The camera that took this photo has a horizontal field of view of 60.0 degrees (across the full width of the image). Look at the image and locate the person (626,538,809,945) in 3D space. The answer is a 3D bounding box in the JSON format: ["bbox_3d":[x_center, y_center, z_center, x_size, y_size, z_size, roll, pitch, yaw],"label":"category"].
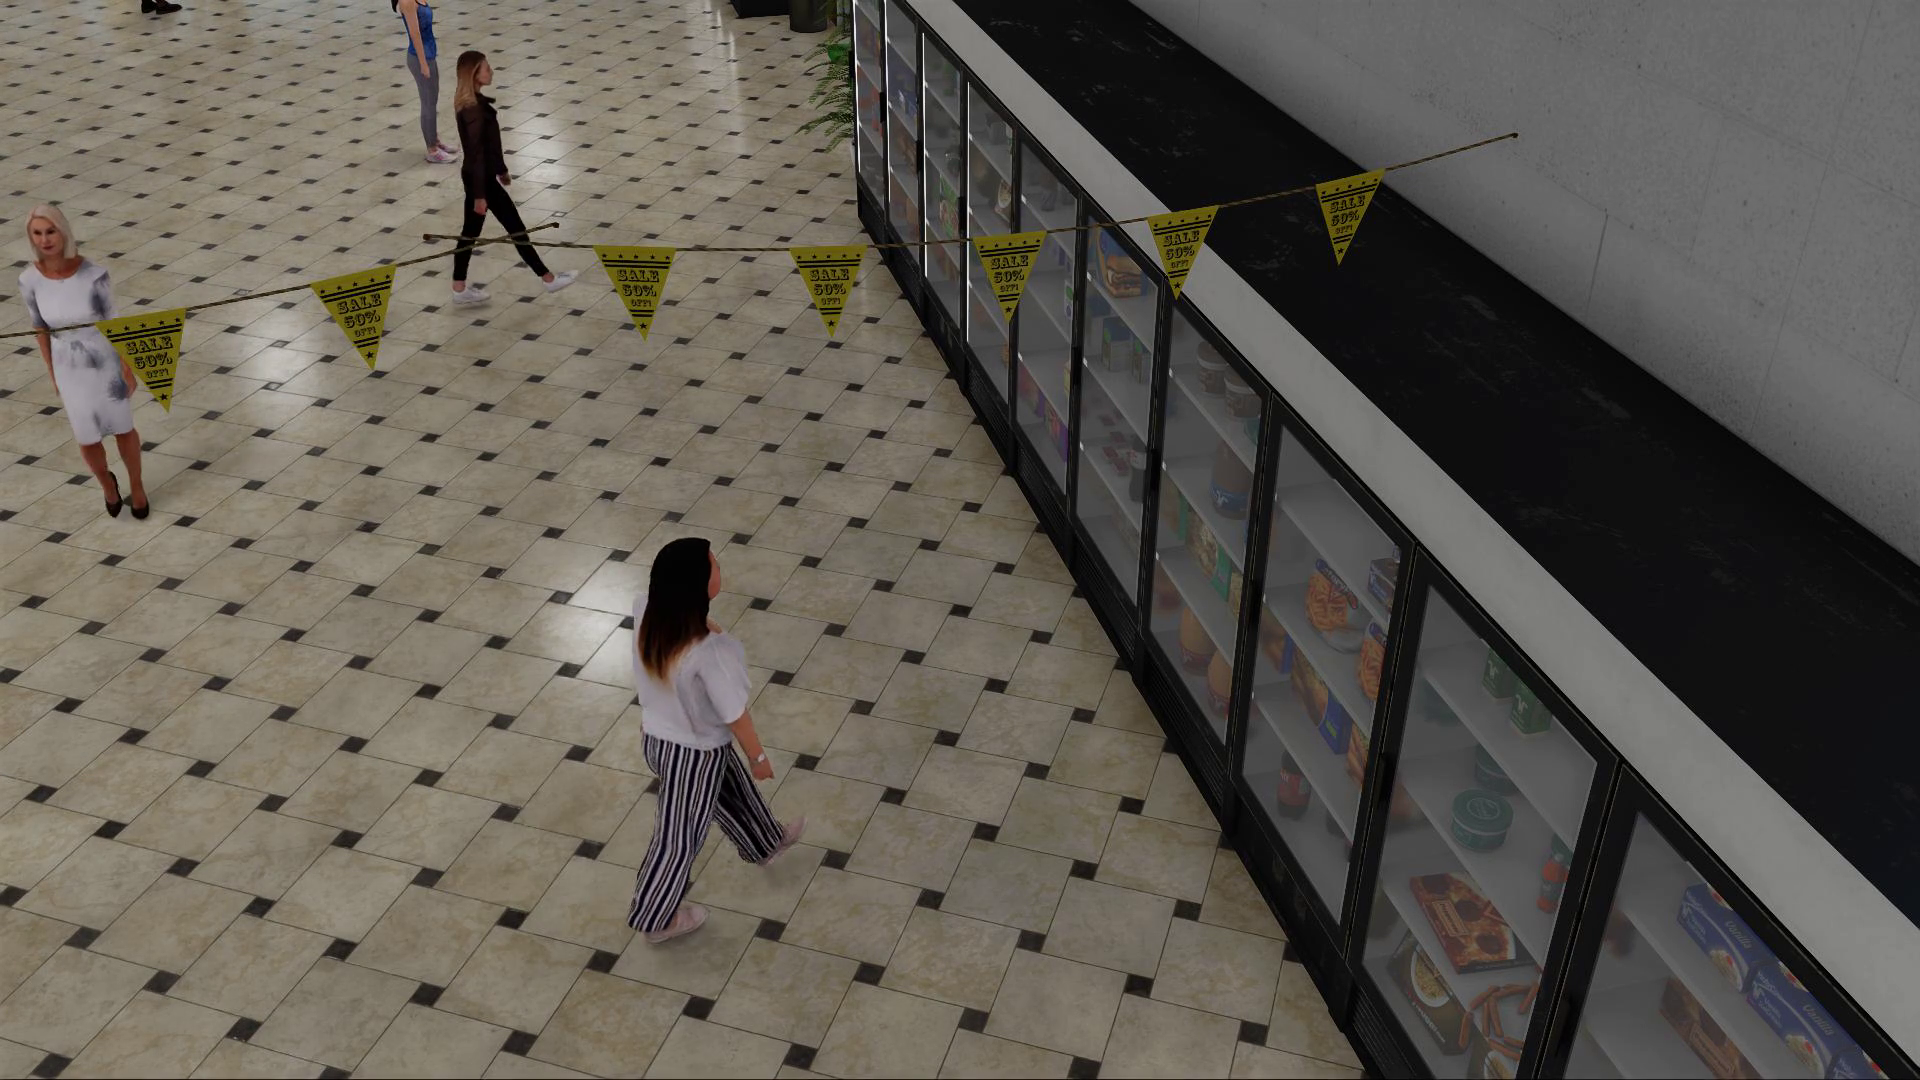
[{"bbox_3d":[-1.015,0.765,5.873,1.189,1.634,0.954,-22,38,-31],"label":"person"}]

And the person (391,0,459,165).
[{"bbox_3d":[-4.293,-3.841,13.299,0.541,1.610,0.569,-6,32,-10],"label":"person"}]

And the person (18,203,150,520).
[{"bbox_3d":[-4.425,-0.913,8.469,0.536,1.739,0.660,-14,35,-22],"label":"person"}]

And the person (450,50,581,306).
[{"bbox_3d":[-3.164,-2.279,10.745,1.092,1.655,0.686,-11,33,-17],"label":"person"}]

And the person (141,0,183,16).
[{"bbox_3d":[-8.543,-6.398,17.211,0.723,1.818,0.810,13,34,19],"label":"person"}]
